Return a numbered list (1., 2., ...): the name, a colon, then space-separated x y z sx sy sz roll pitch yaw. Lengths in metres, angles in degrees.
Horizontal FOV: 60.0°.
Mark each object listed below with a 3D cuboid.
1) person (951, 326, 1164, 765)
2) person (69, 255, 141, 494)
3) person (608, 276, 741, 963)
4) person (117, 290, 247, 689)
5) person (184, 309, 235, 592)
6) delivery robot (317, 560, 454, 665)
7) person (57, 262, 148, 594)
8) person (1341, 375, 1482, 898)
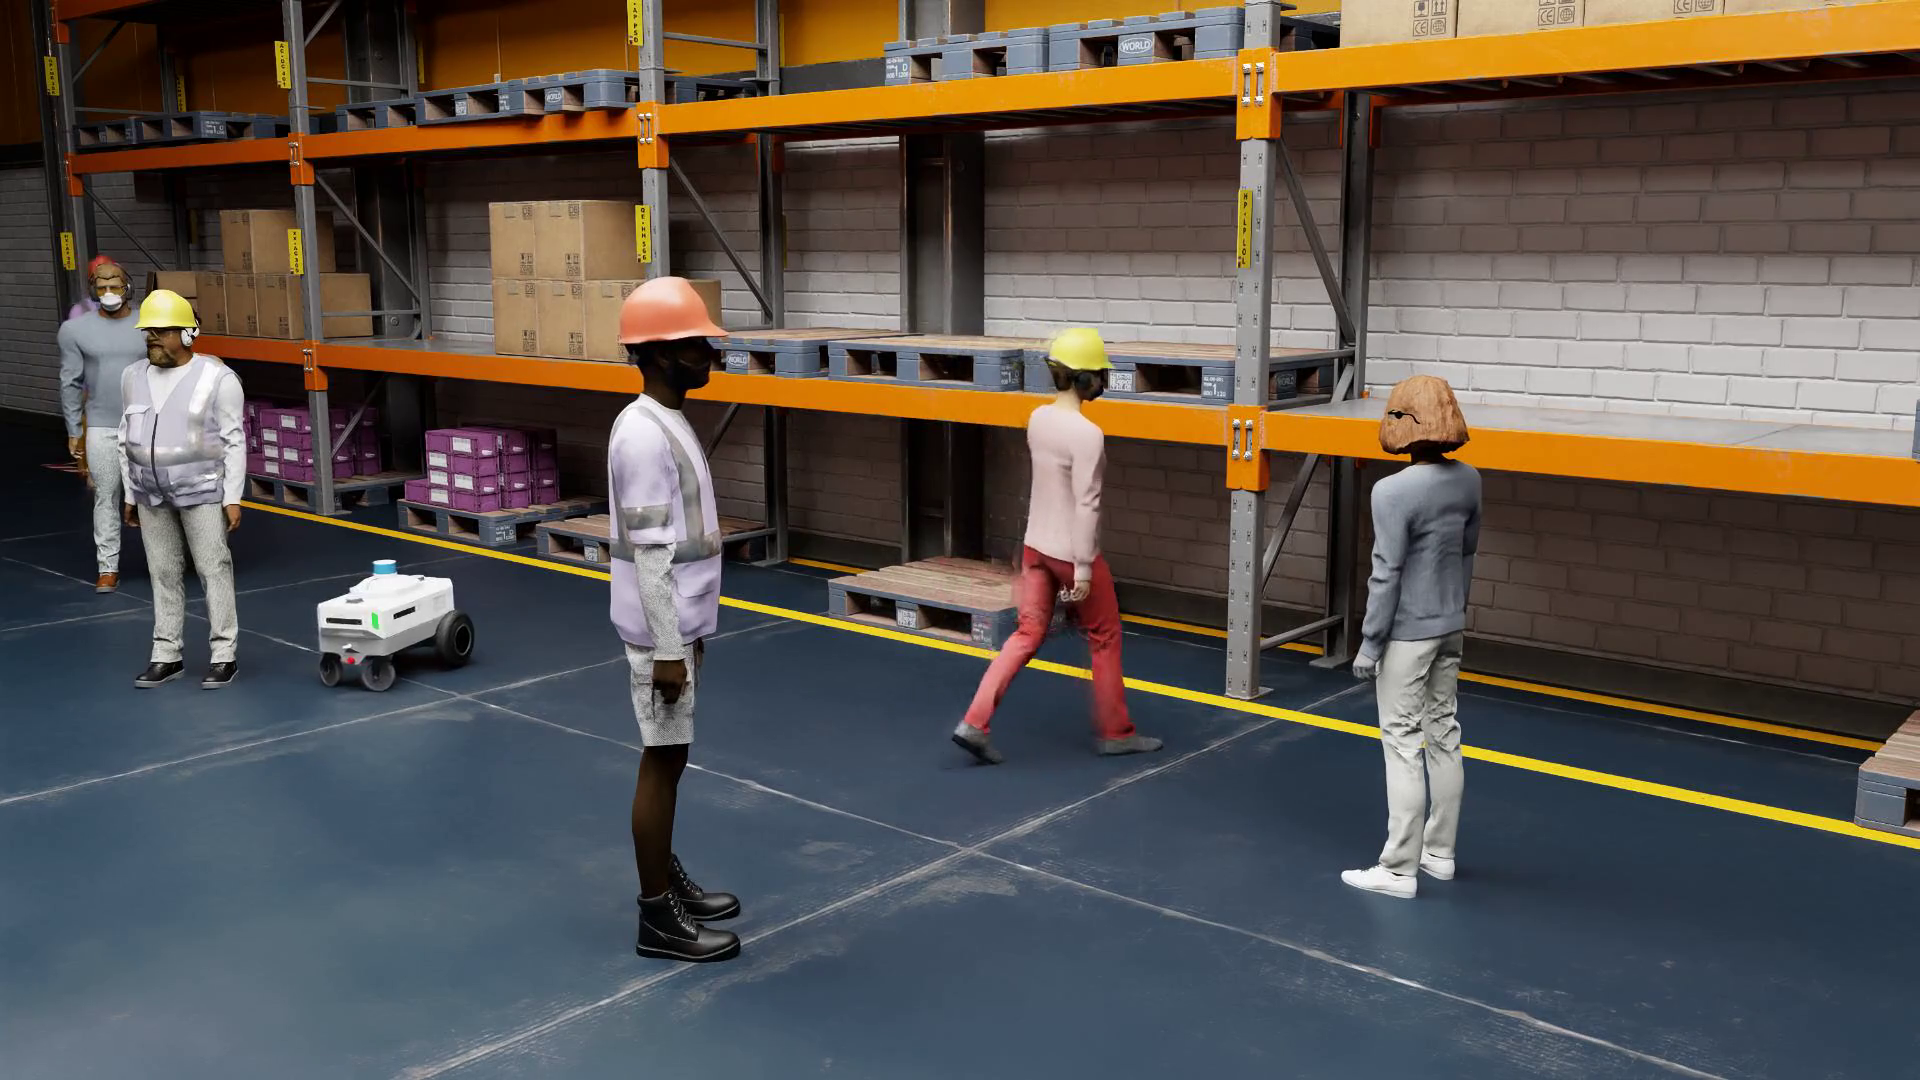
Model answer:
1. person: 0.376 0.032 6.482 0.859 1.730 0.522 -6 11 -29
2. person: -6.798 -1.291 13.364 1.058 1.974 0.681 8 13 38
3. person: -0.817 0.227 4.770 0.354 1.942 0.545 -1 10 -6
4. person: -3.579 -0.222 7.636 0.588 1.834 0.403 1 10 5
5. person: -4.564 -0.539 9.842 0.317 1.690 0.540 8 13 40
6. delivery robot: -2.694 0.337 7.824 0.477 0.478 0.707 2 10 13
7. person: -4.936 -0.658 9.818 0.636 1.938 0.358 -5 11 -27
8. person: 1.425 0.303 5.213 0.500 1.633 0.286 -8 13 -40
